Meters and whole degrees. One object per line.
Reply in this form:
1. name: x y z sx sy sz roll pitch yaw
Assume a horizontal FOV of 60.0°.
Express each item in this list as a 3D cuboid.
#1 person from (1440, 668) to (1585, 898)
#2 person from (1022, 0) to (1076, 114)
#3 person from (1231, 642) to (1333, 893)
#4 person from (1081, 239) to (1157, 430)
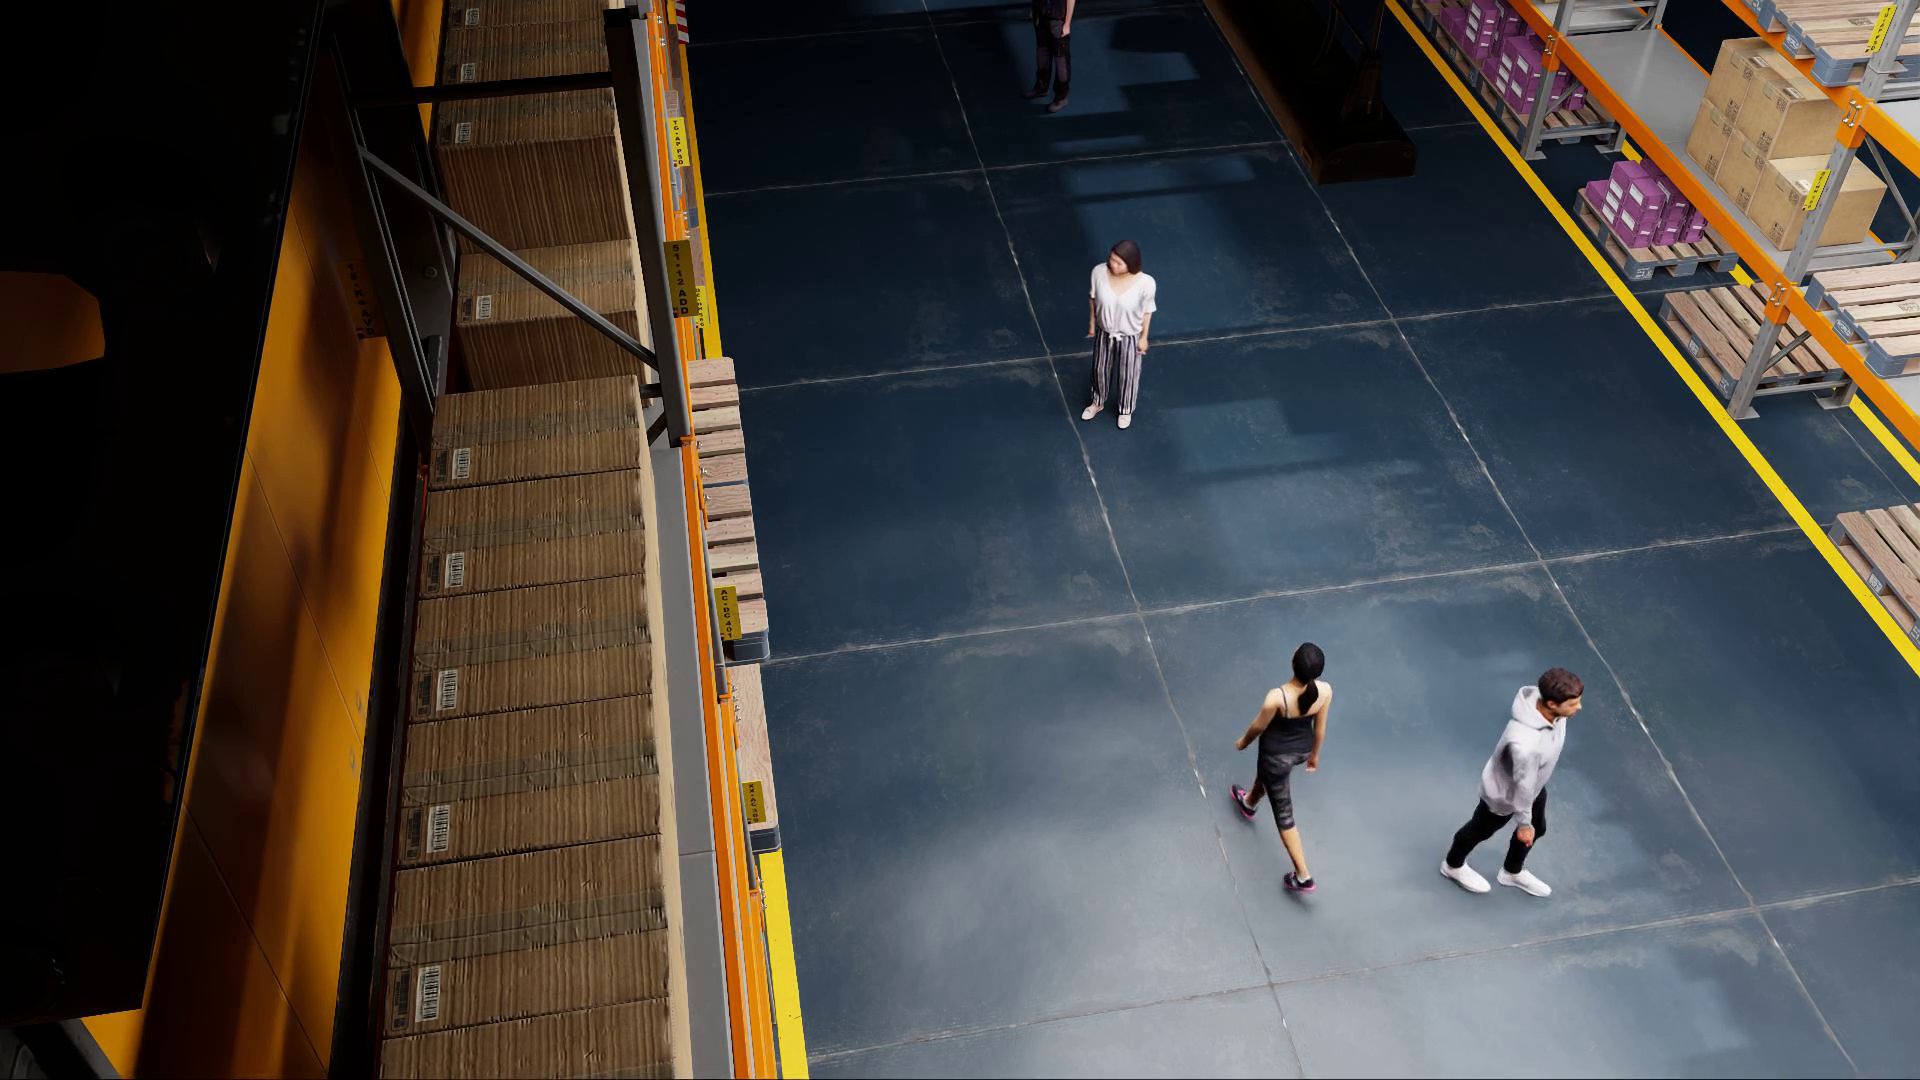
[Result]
1. person: 3.030 1.354 9.413 1.013 1.905 0.945 30 51 28
2. person: 0.914 -5.130 16.262 0.855 1.846 0.723 -30 51 -27
3. person: 1.914 1.328 9.604 0.761 1.680 1.209 -18 46 -18
4. person: 1.217 -1.600 12.675 0.787 1.682 0.818 18 47 18
